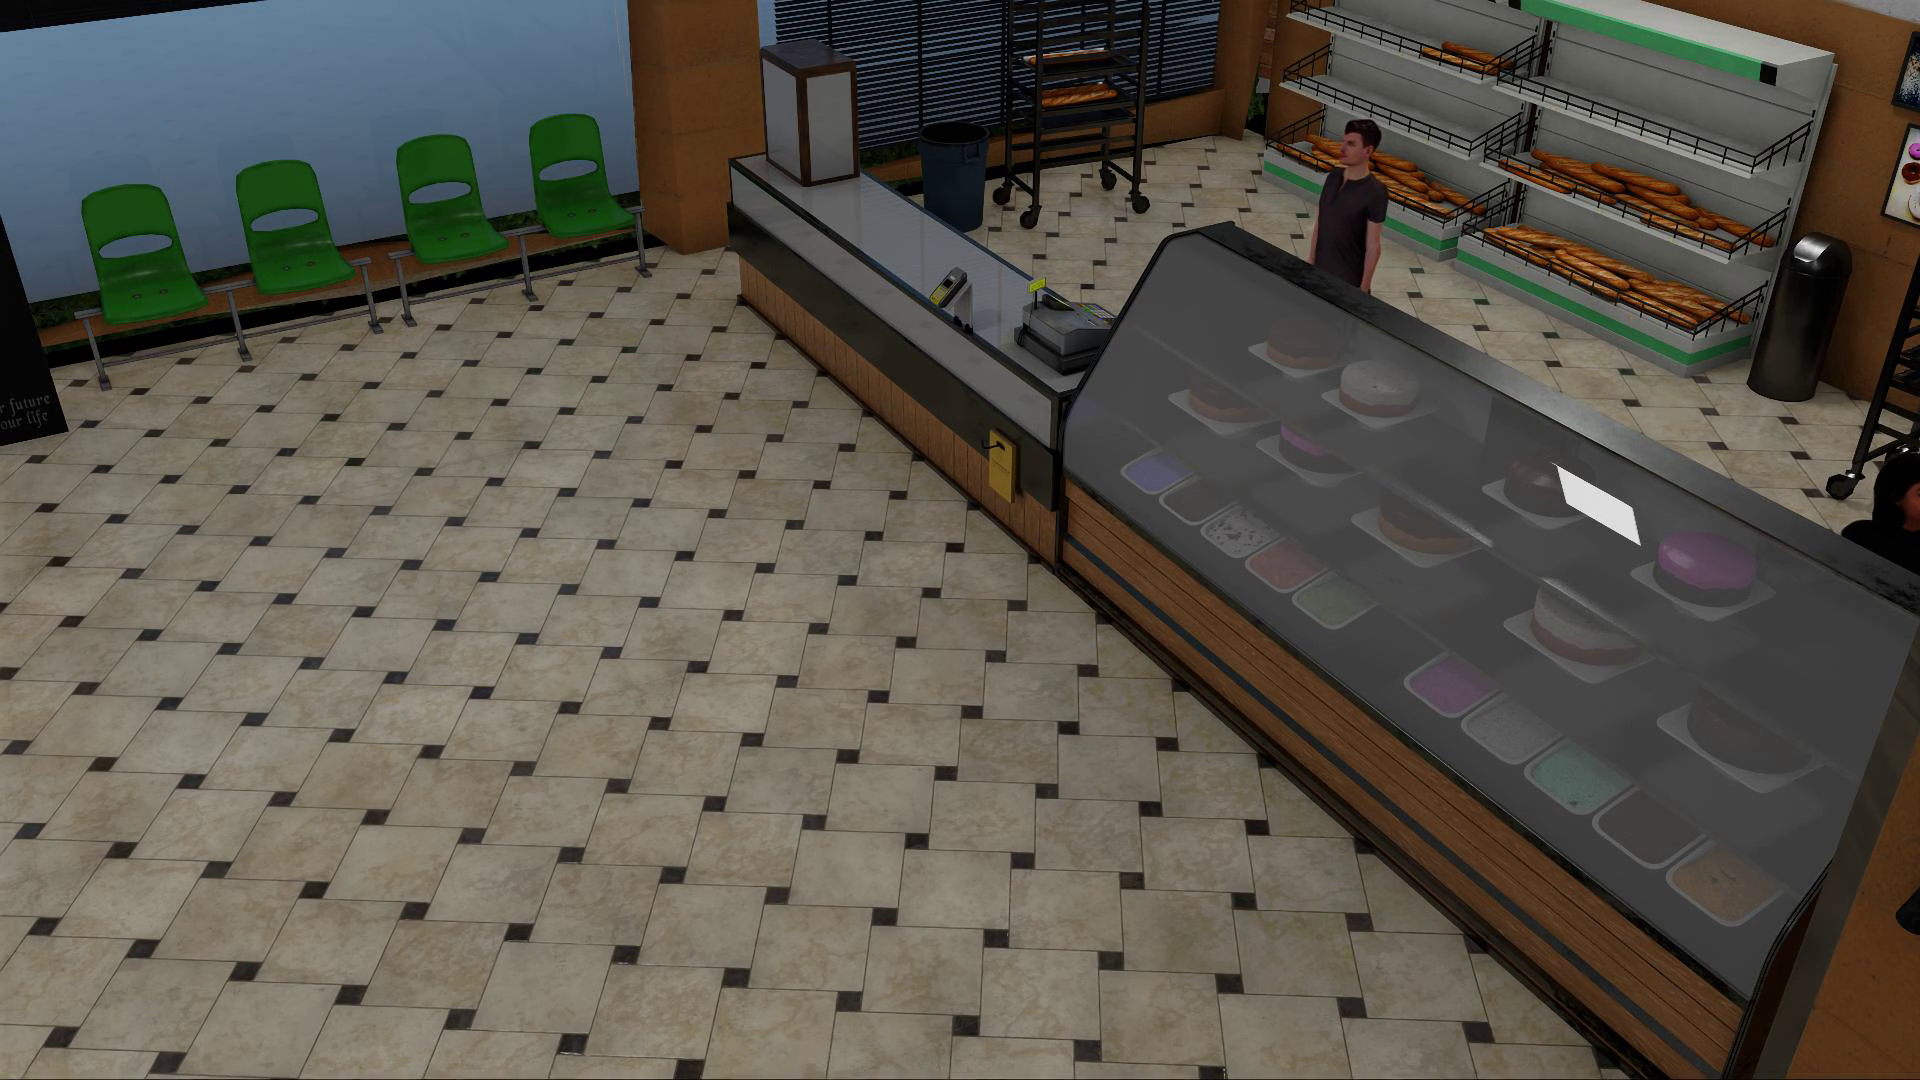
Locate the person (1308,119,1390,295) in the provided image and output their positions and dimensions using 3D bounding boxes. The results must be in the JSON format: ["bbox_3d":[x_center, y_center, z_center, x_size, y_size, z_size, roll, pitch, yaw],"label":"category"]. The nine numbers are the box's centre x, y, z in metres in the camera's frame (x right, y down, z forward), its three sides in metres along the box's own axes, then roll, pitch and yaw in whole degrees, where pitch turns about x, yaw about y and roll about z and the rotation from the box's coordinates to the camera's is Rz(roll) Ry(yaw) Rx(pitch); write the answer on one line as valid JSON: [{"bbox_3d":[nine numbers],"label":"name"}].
[{"bbox_3d":[2.142,-1.455,9.330,0.525,1.853,0.640,-17,36,-25],"label":"person"}]
